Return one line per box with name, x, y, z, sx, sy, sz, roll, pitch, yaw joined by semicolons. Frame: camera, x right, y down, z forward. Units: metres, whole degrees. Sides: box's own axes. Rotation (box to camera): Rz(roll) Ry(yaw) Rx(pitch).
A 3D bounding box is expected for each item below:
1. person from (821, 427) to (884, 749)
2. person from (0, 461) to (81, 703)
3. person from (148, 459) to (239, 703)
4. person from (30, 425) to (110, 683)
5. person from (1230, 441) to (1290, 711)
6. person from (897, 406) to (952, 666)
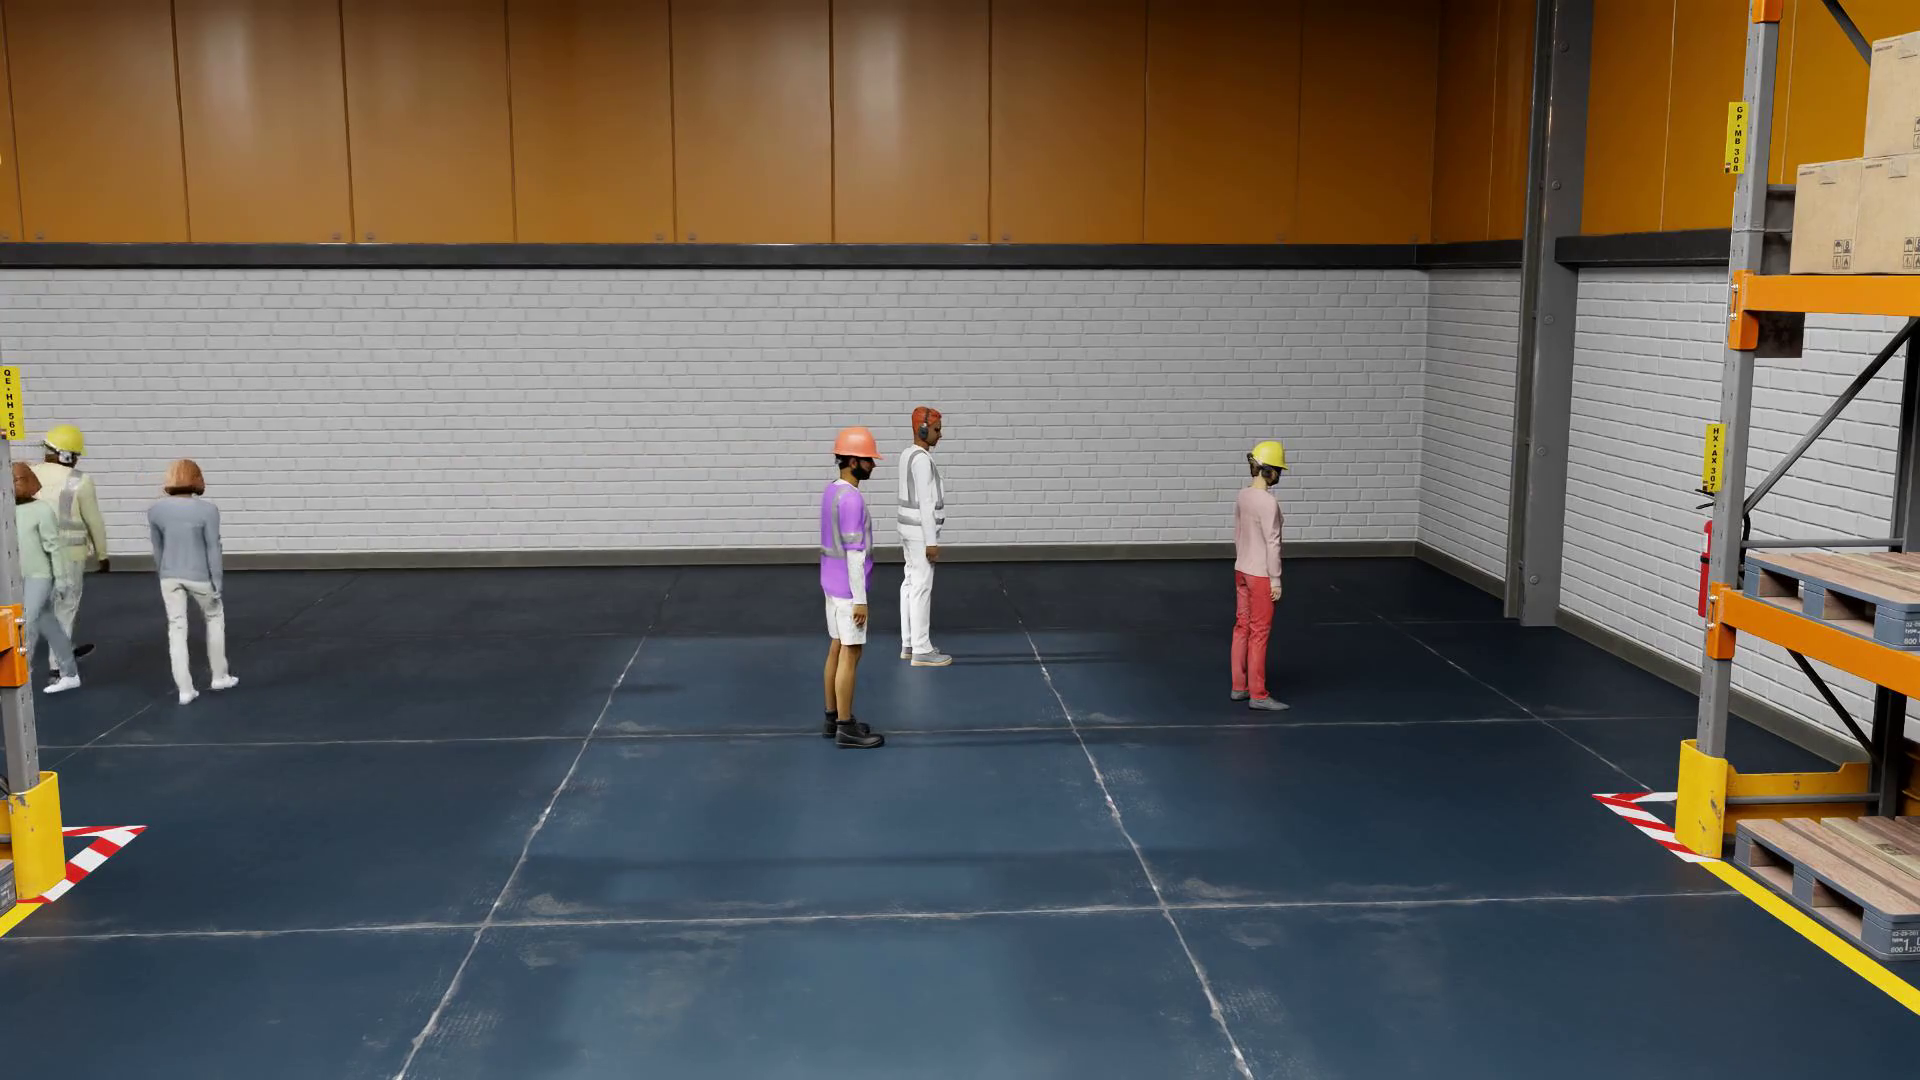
person;-0.643;0.282;10.022;0.377;1.932;0.552;-3;10;-18
person;-6.255;0.284;11.040;0.522;1.591;0.821;5;10;28
person;-5.156;0.255;11.188;0.505;1.605;0.672;0;9;-2
person;-6.341;0.084;11.756;0.659;1.778;0.755;1;9;4
person;1.972;0.232;10.891;0.325;1.760;0.523;-3;9;-16
person;-0.275;-0.030;12.131;0.355;1.887;0.573;-3;9;-15
